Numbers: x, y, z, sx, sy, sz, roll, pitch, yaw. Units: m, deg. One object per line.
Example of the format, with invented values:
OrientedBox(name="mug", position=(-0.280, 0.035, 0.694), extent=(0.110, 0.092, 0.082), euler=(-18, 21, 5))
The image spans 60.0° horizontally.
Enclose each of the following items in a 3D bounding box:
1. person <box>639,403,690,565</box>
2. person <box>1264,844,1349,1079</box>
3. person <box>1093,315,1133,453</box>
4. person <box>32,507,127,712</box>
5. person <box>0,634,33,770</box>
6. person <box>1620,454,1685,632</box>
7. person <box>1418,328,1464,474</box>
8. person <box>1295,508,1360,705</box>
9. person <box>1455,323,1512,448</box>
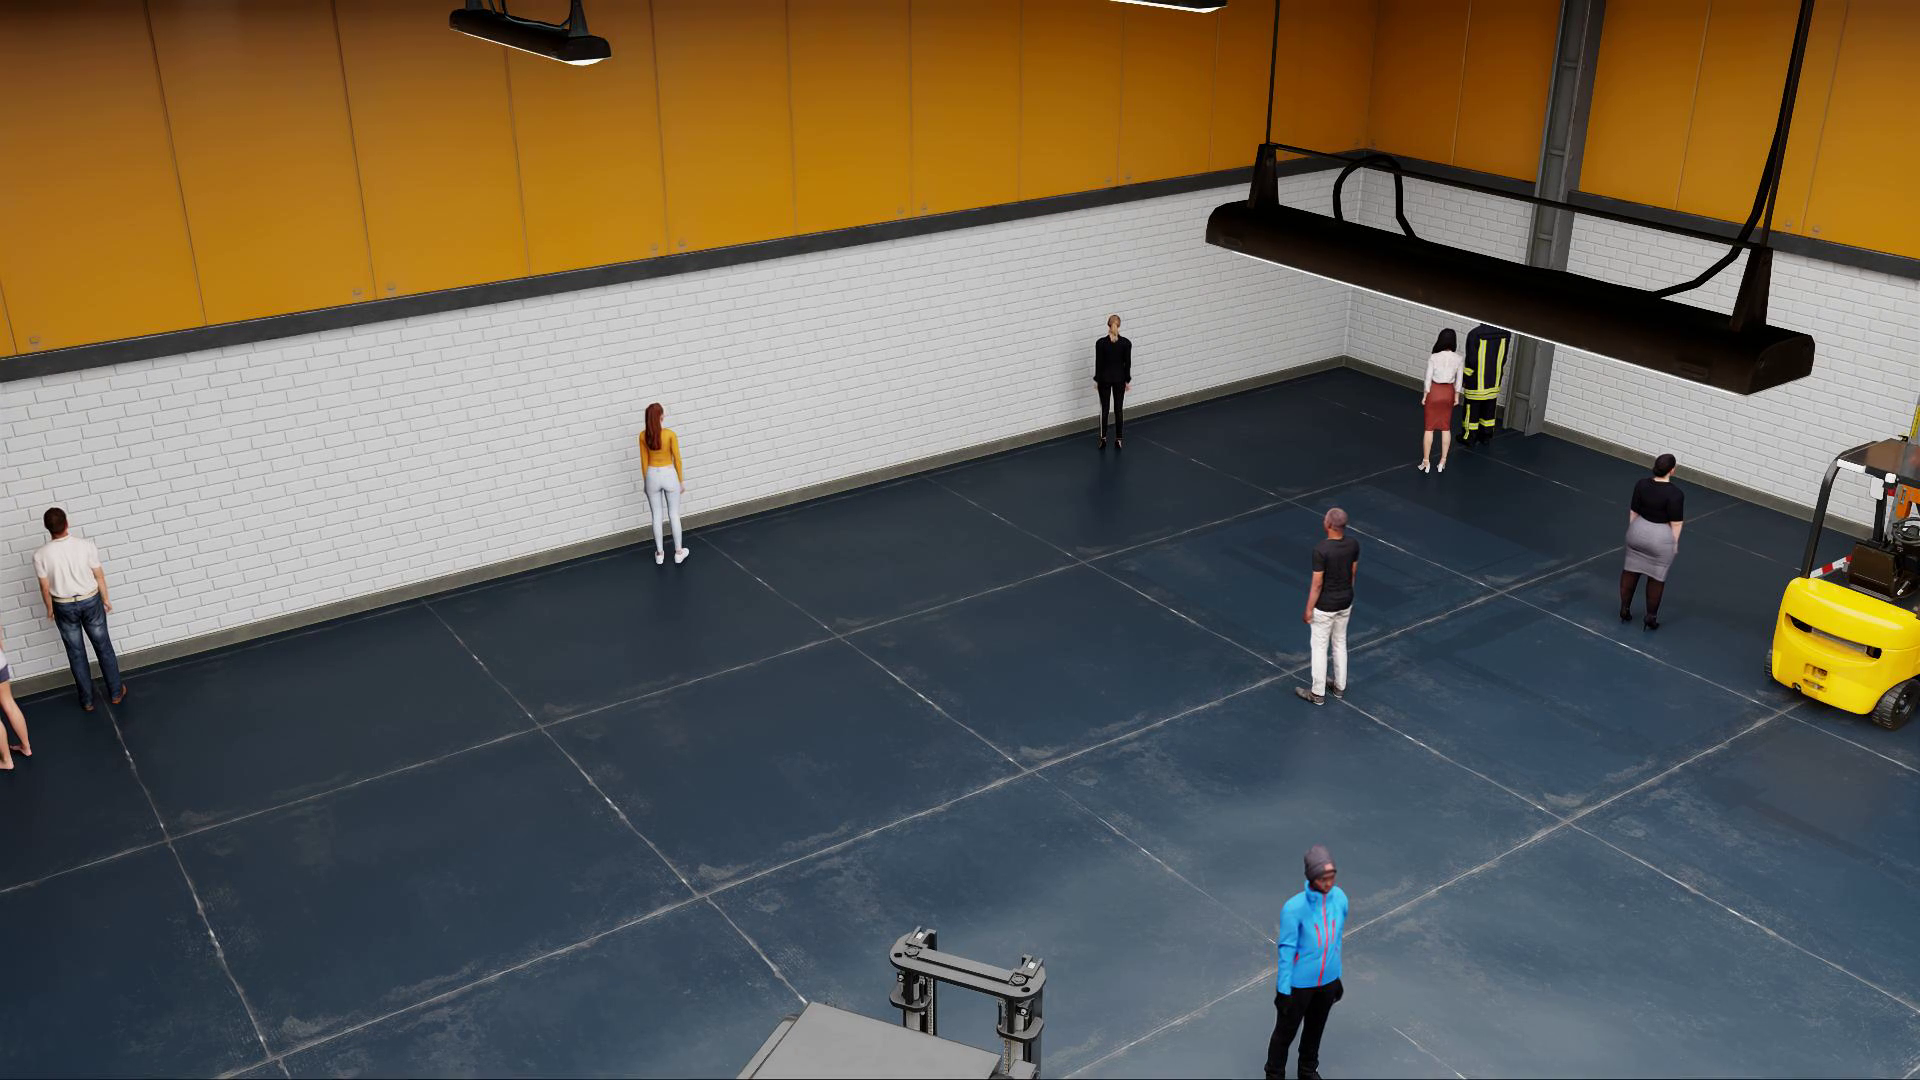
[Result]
OrientedBox(name="person", position=(-3.079, -0.591, 17.184), extent=(0.690, 1.751, 0.731), euler=(1, 24, 2))
OrientedBox(name="person", position=(2.061, 2.586, 9.861), extent=(0.650, 1.794, 0.586), euler=(-11, 26, -23))
OrientedBox(name="person", position=(1.849, -1.912, 20.261), extent=(0.705, 1.706, 0.726), euler=(0, 24, 0))
OrientedBox(name="person", position=(-7.618, 0.585, 14.361), extent=(0.683, 1.856, 0.592), euler=(-13, 27, -26))
OrientedBox(name="person", position=(-7.887, 1.045, 13.467), extent=(0.735, 1.729, 0.691), euler=(6, 24, 14))
OrientedBox(name="person", position=(6.569, 0.009, 15.798), extent=(0.734, 1.760, 0.569), euler=(-18, 30, -36))
OrientedBox(name="person", position=(5.652, -1.645, 19.595), extent=(0.679, 1.750, 0.692), euler=(-1, 24, -2))
OrientedBox(name="person", position=(3.221, 0.568, 14.466), extent=(0.683, 1.804, 0.594), euler=(-13, 27, -27))
OrientedBox(name="person", position=(6.438, -2.056, 20.444), extent=(0.836, 1.822, 0.807), euler=(-6, 24, -13))
